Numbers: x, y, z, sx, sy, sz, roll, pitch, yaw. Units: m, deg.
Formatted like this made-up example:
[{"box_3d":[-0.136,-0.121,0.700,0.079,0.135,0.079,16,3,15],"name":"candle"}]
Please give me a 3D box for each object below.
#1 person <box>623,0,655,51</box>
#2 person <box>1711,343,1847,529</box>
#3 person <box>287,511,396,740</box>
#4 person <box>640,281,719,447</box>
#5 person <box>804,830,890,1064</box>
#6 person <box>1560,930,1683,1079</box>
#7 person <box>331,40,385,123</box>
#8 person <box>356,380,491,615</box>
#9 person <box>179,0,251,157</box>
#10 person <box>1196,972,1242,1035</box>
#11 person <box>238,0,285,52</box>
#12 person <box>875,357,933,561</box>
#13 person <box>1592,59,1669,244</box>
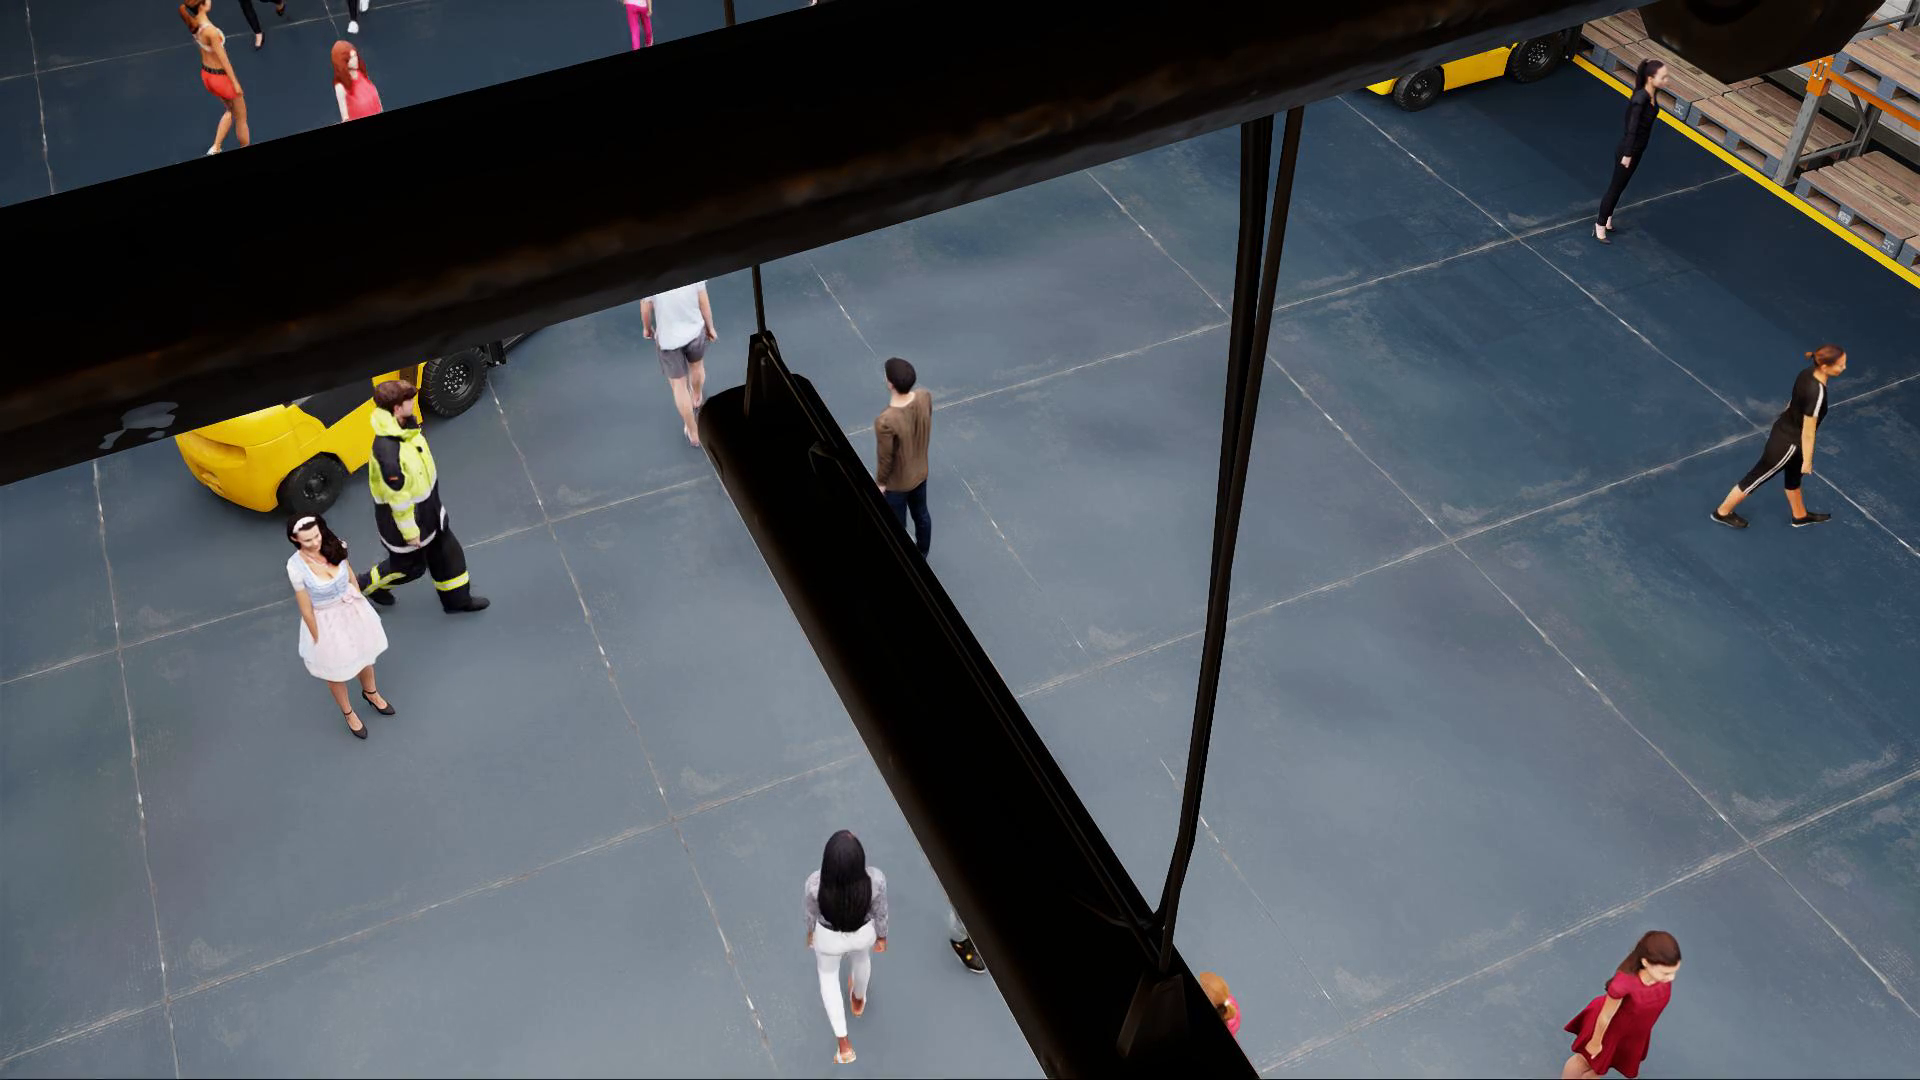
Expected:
[{"box_3d":[-3.314,-5.435,17.012,0.681,1.242,0.983,-4,44,-4],"name":"person"},{"box_3d":[5.773,-0.712,11.771,1.079,1.634,0.993,15,46,15],"name":"person"},{"box_3d":[-3.872,0.515,10.350,0.875,1.816,0.835,27,50,25],"name":"person"},{"box_3d":[-2.074,-1.467,12.437,0.732,1.809,0.954,-14,45,-14],"name":"person"},{"box_3d":[-0.594,2.146,8.721,0.775,1.703,1.004,-4,44,-5],"name":"person"},{"box_3d":[3.373,2.461,8.499,0.533,1.553,0.588,-17,46,-17],"name":"person"},{"box_3d":[-5.285,-3.561,14.641,1.087,1.801,1.081,10,45,11],"name":"person"},{"box_3d":[-3.739,-0.217,11.032,1.124,1.936,1.197,1,44,1],"name":"person"},{"box_3d":[-6.881,-4.199,15.327,0.834,1.777,0.830,30,51,28],"name":"person"},{"box_3d":[1.284,2.653,8.478,0.657,1.305,0.609,20,47,20],"name":"person"},{"box_3d":[-7.393,-5.975,17.290,0.885,1.642,1.033,5,44,5],"name":"person"},{"box_3d":[-0.385,-0.472,11.334,0.741,1.889,0.740,27,50,26],"name":"person"},{"box_3d":[5.857,-3.400,14.536,0.647,1.712,0.643,25,49,24],"name":"person"}]
